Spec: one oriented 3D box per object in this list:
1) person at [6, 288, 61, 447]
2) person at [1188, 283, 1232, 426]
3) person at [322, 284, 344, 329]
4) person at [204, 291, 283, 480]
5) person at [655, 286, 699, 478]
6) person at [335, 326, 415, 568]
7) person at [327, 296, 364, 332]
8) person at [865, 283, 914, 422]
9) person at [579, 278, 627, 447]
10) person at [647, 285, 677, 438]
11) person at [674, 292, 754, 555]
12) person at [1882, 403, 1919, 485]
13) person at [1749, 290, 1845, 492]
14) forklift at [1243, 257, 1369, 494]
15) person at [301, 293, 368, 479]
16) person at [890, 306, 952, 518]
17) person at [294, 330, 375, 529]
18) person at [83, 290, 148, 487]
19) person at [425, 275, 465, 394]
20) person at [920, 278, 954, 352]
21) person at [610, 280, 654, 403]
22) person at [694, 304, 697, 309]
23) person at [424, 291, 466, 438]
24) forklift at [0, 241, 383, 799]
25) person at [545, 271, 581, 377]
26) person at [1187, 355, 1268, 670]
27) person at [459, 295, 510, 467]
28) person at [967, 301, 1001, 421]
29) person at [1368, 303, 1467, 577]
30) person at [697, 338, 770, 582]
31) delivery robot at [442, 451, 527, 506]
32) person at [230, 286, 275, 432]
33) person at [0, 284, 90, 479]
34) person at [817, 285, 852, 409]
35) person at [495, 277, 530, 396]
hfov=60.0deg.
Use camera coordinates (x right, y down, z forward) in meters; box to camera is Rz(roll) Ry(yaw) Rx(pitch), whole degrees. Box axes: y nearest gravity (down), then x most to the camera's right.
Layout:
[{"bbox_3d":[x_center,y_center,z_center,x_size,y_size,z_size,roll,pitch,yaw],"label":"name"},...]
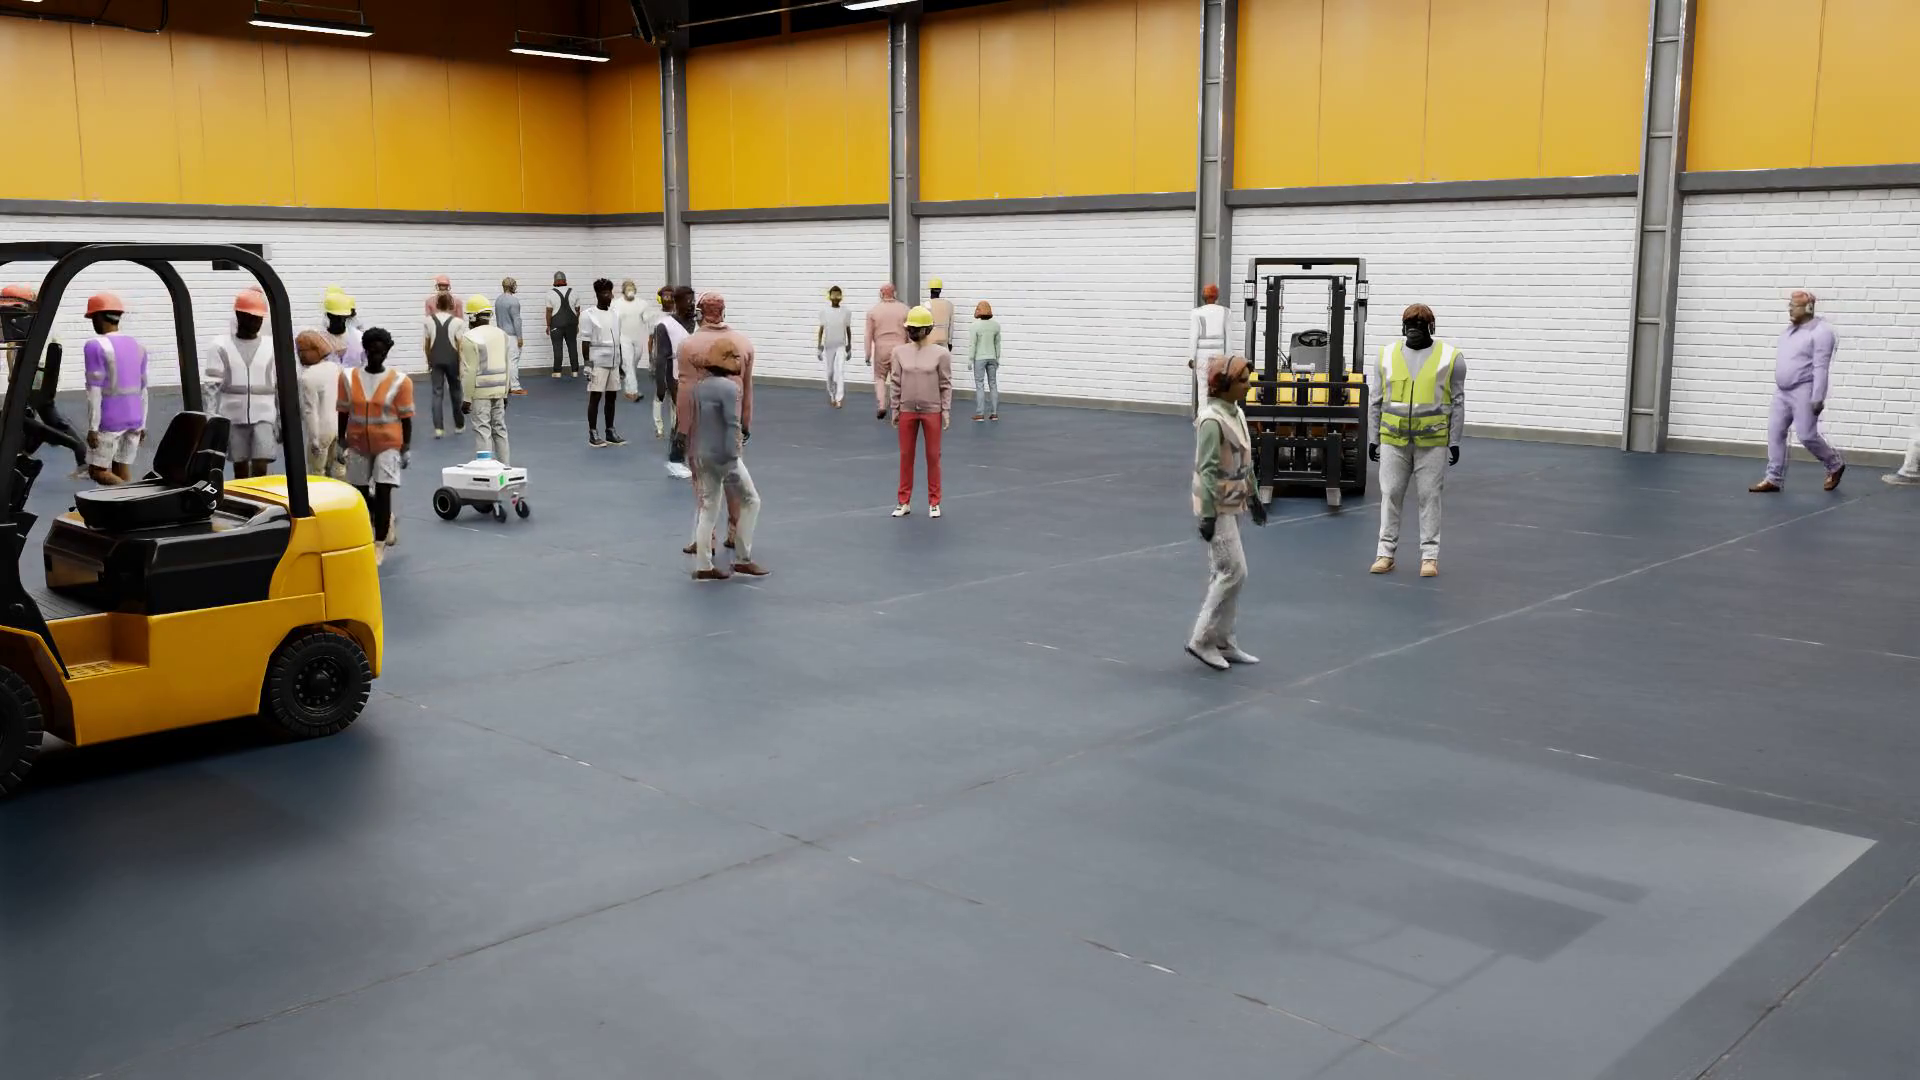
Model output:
[{"bbox_3d":[-10.674,-1.969,19.178,0.387,1.846,0.566,9,13,44],"label":"person"},{"bbox_3d":[3.280,-2.420,21.823,0.584,1.883,0.337,-2,10,-15],"label":"person"},{"bbox_3d":[-9.482,-2.962,25.308,0.590,1.833,0.404,6,11,32],"label":"person"},{"bbox_3d":[-5.373,-0.910,12.517,0.621,1.899,0.665,-4,10,-25],"label":"person"},{"bbox_3d":[-2.724,-1.561,16.505,0.514,1.902,0.590,5,10,28],"label":"person"},{"bbox_3d":[-4.072,-0.665,11.677,0.549,1.678,0.586,0,9,1],"label":"person"},{"bbox_3d":[-8.592,-2.559,23.270,0.516,1.687,0.924,-6,11,-32],"label":"person"},{"bbox_3d":[-0.961,-2.547,22.611,0.670,1.886,0.428,-1,9,-7],"label":"person"},{"bbox_3d":[-4.152,-2.068,19.420,0.361,1.962,0.617,7,11,35],"label":"person"},{"bbox_3d":[-3.595,-2.195,20.483,0.513,1.876,0.328,-6,11,-34],"label":"person"},{"bbox_3d":[-1.807,-0.844,12.100,0.654,1.906,0.406,-9,13,-43],"label":"person"},{"bbox_3d":[9.322,-1.397,15.677,0.584,1.855,0.933,-8,12,-40],"label":"person"},{"bbox_3d":[7.793,-1.364,15.367,0.812,1.878,0.652,-2,10,-14],"label":"person"},{"bbox_3d":[3.309,-1.629,16.029,1.214,2.155,2.313,2,9,11],"label":"forklift"},{"bbox_3d":[-5.653,-1.296,15.050,0.606,1.865,0.845,-6,11,-33],"label":"person"},{"bbox_3d":[-0.329,-1.061,13.865,0.526,1.765,0.329,2,9,12],"label":"person"},{"bbox_3d":[-4.858,-0.826,12.864,0.634,1.604,0.552,2,10,13],"label":"person"},{"bbox_3d":[-6.210,-0.884,12.319,0.549,1.912,0.566,2,10,13],"label":"person"},{"bbox_3d":[-8.533,-3.413,27.634,0.619,1.972,0.432,-1,9,-5],"label":"person"},{"bbox_3d":[-0.379,-3.140,26.113,0.588,1.927,0.371,-5,10,-26],"label":"person"},{"bbox_3d":[-5.112,-3.092,25.946,0.646,1.886,1.016,-6,11,-31],"label":"person"},{"bbox_3d":[-3.189,-1.972,19.647,0.538,1.700,0.317,0,9,2],"label":"person"},{"bbox_3d":[-6.335,-2.156,20.498,0.515,1.800,0.959,-1,9,-7],"label":"person"},{"bbox_3d":[-3.706,-0.171,7.093,1.214,2.155,2.313,9,13,43],"label":"forklift"},{"bbox_3d":[-7.627,-4.133,31.855,0.672,2.000,0.527,-5,11,-30],"label":"person"},{"bbox_3d":[1.373,-0.143,8.638,0.349,1.634,0.538,4,10,21],"label":"person"},{"bbox_3d":[-4.456,-1.371,15.556,0.403,1.830,0.601,4,10,25],"label":"person"},{"bbox_3d":[0.332,-2.447,22.761,0.507,1.632,0.267,-6,11,-30],"label":"person"},{"bbox_3d":[3.065,-0.671,11.234,0.634,1.842,0.429,4,10,24],"label":"person"},{"bbox_3d":[-1.509,-0.527,11.034,0.602,1.610,0.537,-7,11,-35],"label":"person"},{"bbox_3d":[-3.934,-0.493,13.773,0.707,0.478,0.477,6,11,28],"label":"delivery robot"},{"bbox_3d":[-8.912,-2.301,21.211,0.657,1.853,1.012,-2,10,-13],"label":"person"},{"bbox_3d":[-8.902,-1.497,16.047,1.043,1.936,0.698,-6,11,-34],"label":"person"},{"bbox_3d":[-1.883,-2.905,24.971,0.526,1.842,0.922,-1,9,-6],"label":"person"},{"bbox_3d":[-7.351,-3.326,27.220,0.632,1.940,0.372,9,13,43],"label":"person"}]
